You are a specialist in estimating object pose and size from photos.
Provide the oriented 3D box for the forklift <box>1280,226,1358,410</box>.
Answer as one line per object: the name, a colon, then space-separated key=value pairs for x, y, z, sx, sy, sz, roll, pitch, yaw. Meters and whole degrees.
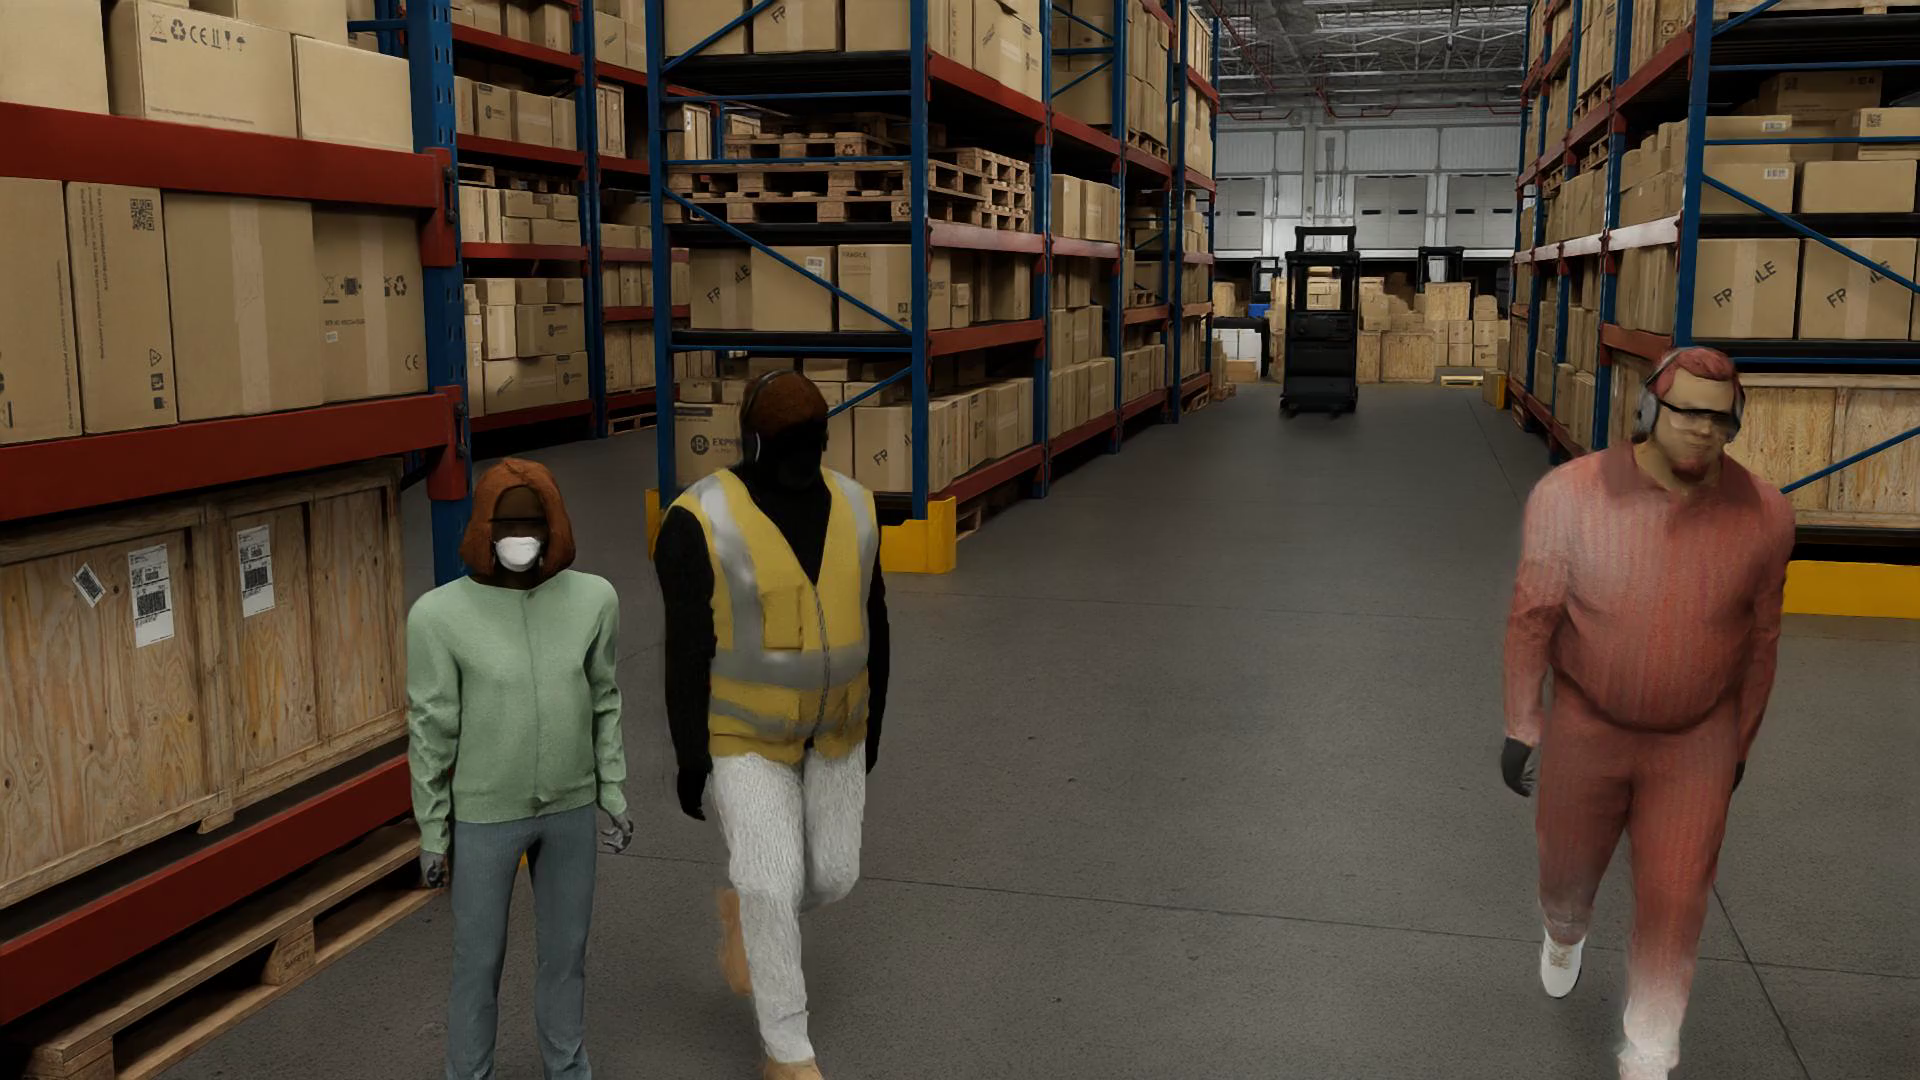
forklift: x=5.661 y=-3.487 z=25.926 sx=1.129 sy=2.768 sz=1.873 roll=2 pitch=9 yaw=15

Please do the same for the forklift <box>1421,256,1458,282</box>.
forklift: x=12.201 y=-6.084 z=42.428 sx=1.129 sy=2.768 sz=1.873 roll=2 pitch=9 yaw=15

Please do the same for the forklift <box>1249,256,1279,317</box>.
forklift: x=11.325 y=-9.117 z=61.693 sx=1.129 sy=2.768 sz=1.873 roll=2 pitch=9 yaw=15

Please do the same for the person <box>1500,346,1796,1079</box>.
person: x=1.687 y=0.446 z=4.146 sx=0.651 sy=1.870 sz=0.851 roll=3 pitch=9 yaw=17

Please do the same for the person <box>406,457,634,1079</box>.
person: x=-0.976 y=0.625 z=3.750 sx=0.507 sy=1.631 sz=0.276 roll=-7 pitch=11 yaw=-37

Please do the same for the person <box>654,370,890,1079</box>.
person: x=-0.479 y=0.469 z=4.213 sx=0.632 sy=1.811 sz=0.689 roll=-6 pitch=11 yaw=-35

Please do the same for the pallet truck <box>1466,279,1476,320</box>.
pallet truck: x=18.896 y=-8.459 z=60.307 sx=1.885 sy=1.965 sz=0.823 roll=5 pitch=10 yaw=31
